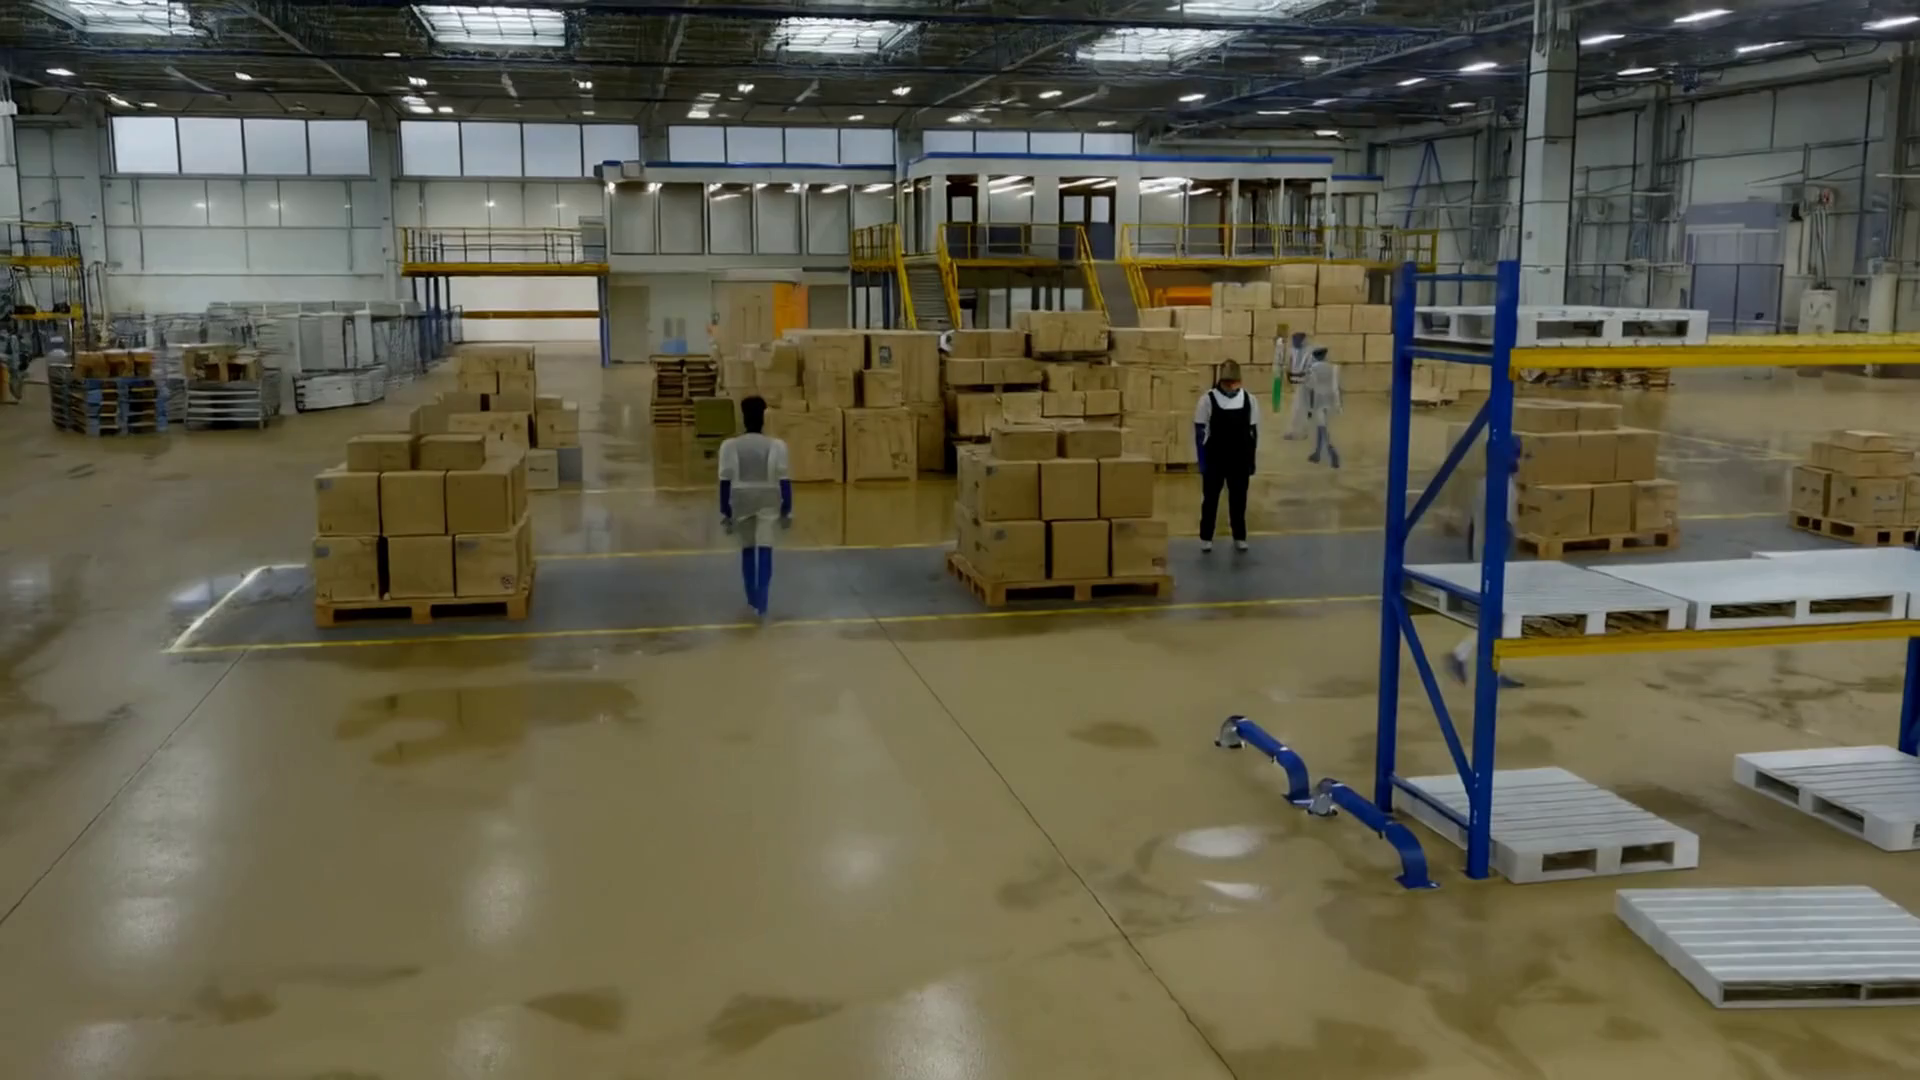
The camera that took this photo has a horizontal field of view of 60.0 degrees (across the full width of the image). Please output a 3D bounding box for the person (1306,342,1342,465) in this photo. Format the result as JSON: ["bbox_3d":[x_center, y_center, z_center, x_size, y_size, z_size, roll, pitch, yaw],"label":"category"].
[{"bbox_3d":[5.577,-2.071,25.321,0.613,1.879,0.908,-3,10,-20],"label":"person"}]

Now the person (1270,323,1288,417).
[{"bbox_3d":[6.465,-3.441,33.622,0.356,1.887,0.572,3,10,20],"label":"person"}]

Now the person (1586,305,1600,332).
[{"bbox_3d":[19.818,-6.394,51.818,0.624,1.821,0.642,-3,10,-20],"label":"person"}]

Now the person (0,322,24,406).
[{"bbox_3d":[-20.594,-3.806,36.051,0.595,1.824,0.404,6,11,33],"label":"person"}]

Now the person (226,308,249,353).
[{"bbox_3d":[-18.530,-4.999,42.873,0.642,1.952,0.933,1,9,7],"label":"person"}]

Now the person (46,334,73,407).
[{"bbox_3d":[-17.219,-3.082,31.954,0.508,1.711,0.769,0,9,2],"label":"person"}]

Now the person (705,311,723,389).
[{"bbox_3d":[-6.038,-4.679,41.045,0.375,1.927,0.543,5,11,28],"label":"person"}]

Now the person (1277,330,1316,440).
[{"bbox_3d":[5.830,-2.699,29.039,0.941,1.903,0.634,-7,12,-38],"label":"person"}]

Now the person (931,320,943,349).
[{"bbox_3d":[-0.554,-3.847,36.152,0.408,1.873,0.593,9,13,43],"label":"person"}]

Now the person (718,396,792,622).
[{"bbox_3d":[-1.754,-0.276,14.264,0.611,1.919,1.032,-1,9,-4],"label":"person"}]

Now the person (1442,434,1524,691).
[{"bbox_3d":[3.721,0.177,11.664,0.582,1.858,0.538,-2,9,-11],"label":"person"}]

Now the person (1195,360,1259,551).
[{"bbox_3d":[2.843,-0.891,17.605,0.684,2.000,0.538,-1,9,-5],"label":"person"}]

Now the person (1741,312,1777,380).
[{"bbox_3d":[21.231,-5.126,44.099,0.548,1.815,0.965,-8,12,-40],"label":"person"}]
